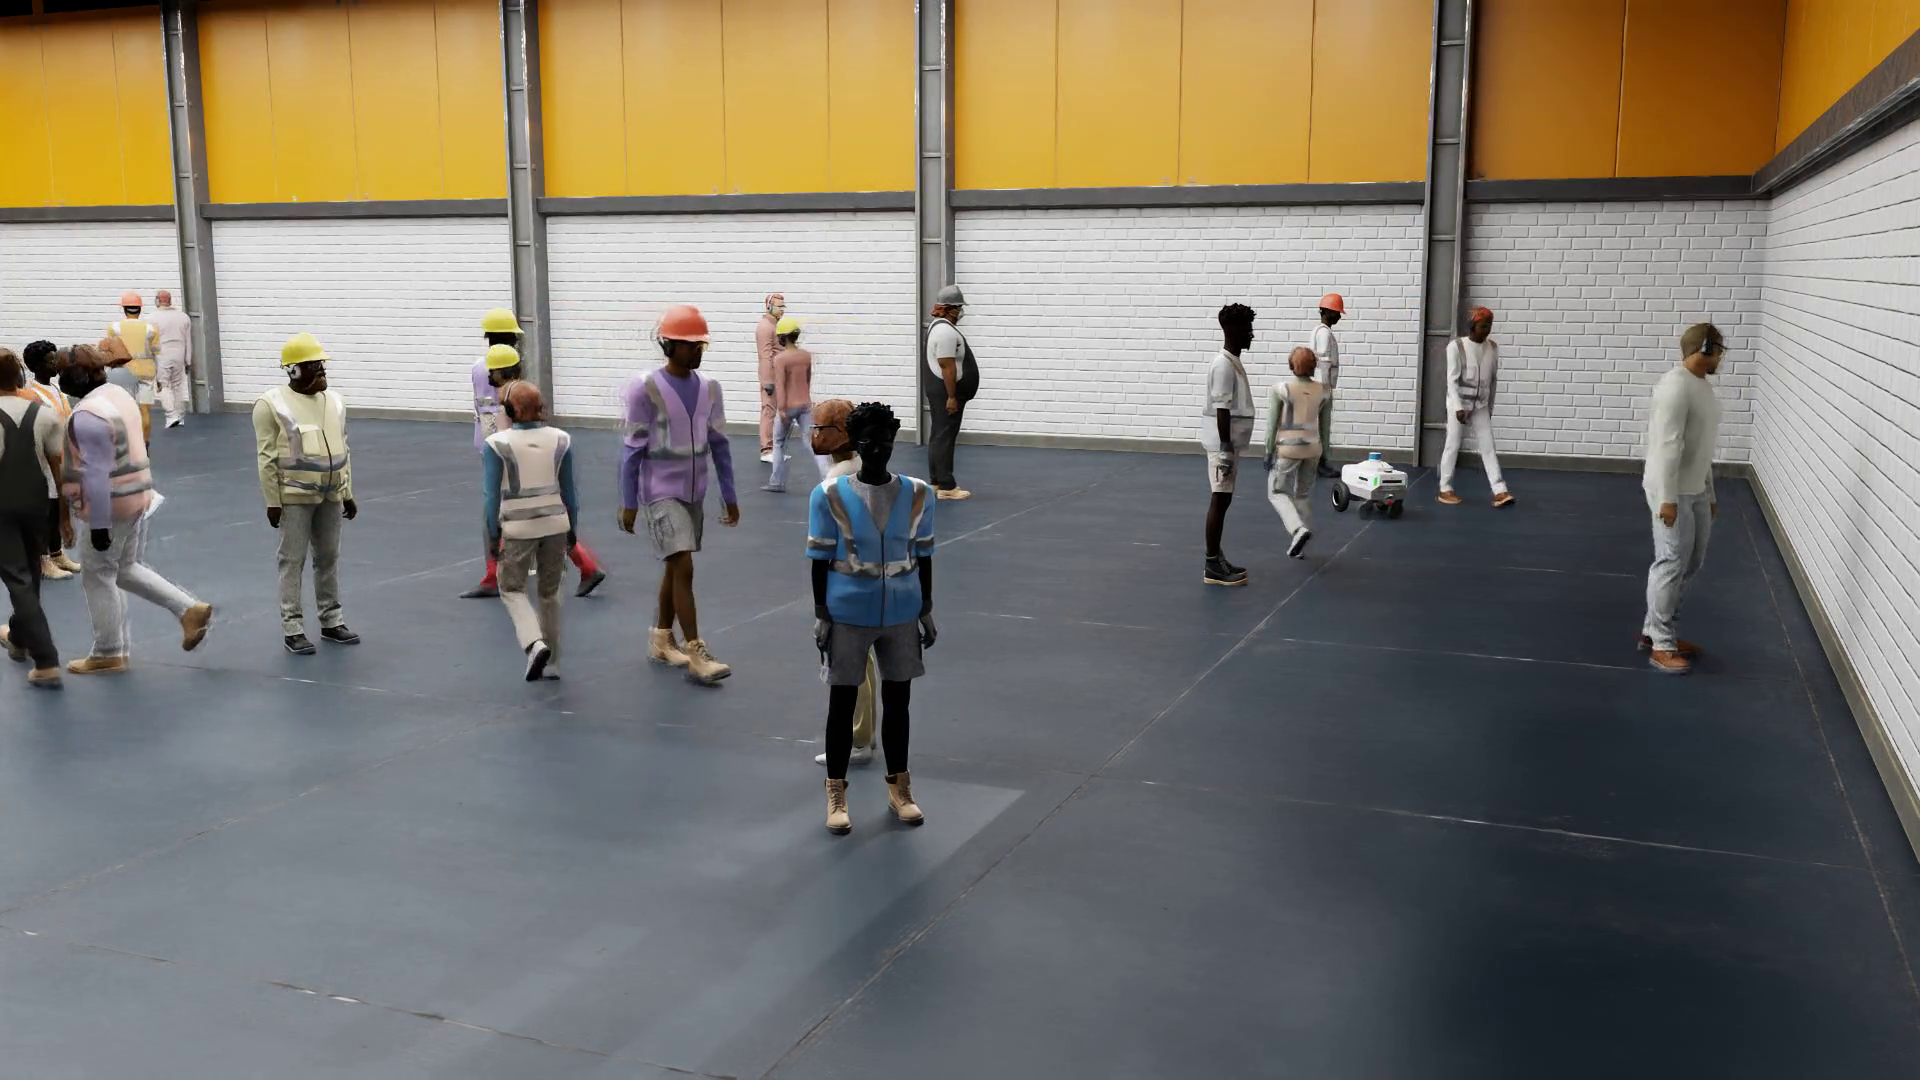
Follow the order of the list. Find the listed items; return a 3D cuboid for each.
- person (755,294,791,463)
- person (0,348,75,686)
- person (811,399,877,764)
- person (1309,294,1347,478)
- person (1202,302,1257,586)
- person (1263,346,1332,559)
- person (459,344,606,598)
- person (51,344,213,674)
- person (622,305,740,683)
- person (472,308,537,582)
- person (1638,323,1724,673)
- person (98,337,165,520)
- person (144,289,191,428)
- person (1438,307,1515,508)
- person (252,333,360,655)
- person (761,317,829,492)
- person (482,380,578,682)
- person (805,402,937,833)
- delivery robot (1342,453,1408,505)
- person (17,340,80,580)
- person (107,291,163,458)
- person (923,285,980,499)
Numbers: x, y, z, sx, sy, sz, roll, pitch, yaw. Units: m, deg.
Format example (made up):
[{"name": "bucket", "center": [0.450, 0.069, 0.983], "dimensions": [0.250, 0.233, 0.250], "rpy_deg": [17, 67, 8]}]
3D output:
[{"name": "person", "center": [-2.090, -1.830, 18.849], "dimensions": [0.401, 1.904, 0.646], "rpy_deg": [1, 9, 5]}, {"name": "person", "center": [-5.116, -0.138, 8.951], "dimensions": [1.023, 1.780, 0.512], "rpy_deg": [7, 12, 37]}, {"name": "person", "center": [-0.519, 0.186, 7.446], "dimensions": [0.267, 1.632, 0.507], "rpy_deg": [1, 9, 5]}, {"name": "person", "center": [3.855, -1.623, 17.521], "dimensions": [0.374, 1.928, 0.543], "rpy_deg": [0, 9, 3]}, {"name": "person", "center": [1.880, -0.676, 11.658], "dimensions": [0.366, 1.964, 0.610], "rpy_deg": [2, 10, 12]}, {"name": "person", "center": [2.547, -0.637, 12.464], "dimensions": [0.527, 1.621, 0.451], "rpy_deg": [-3, 10, -15]}, {"name": "person", "center": [-2.851, -0.449, 11.050], "dimensions": [0.936, 1.716, 0.511], "rpy_deg": [-2, 10, -12]}, {"name": "person", "center": [-4.528, -0.163, 9.029], "dimensions": [0.668, 1.809, 0.671], "rpy_deg": [-2, 9, -9]}, {"name": "person", "center": [-1.429, -0.242, 8.933], "dimensions": [0.937, 2.001, 0.618], "rpy_deg": [8, 12, 39]}, {"name": "person", "center": [-3.204, -0.656, 11.654], "dimensions": [0.360, 1.929, 0.587], "rpy_deg": [0, 9, -1]}, {"name": "person", "center": [3.953, -0.233, 9.189], "dimensions": [0.426, 1.906, 0.676], "rpy_deg": [9, 13, 42]}, {"name": "person", "center": [-7.117, -0.920, 14.189], "dimensions": [0.461, 1.615, 0.514], "rpy_deg": [-1, 9, -7]}, {"name": "person", "center": [-10.916, -2.490, 22.914], "dimensions": [0.475, 1.924, 0.658], "rpy_deg": [7, 12, 36]}, {"name": "person", "center": [4.735, -1.206, 15.259], "dimensions": [0.588, 1.838, 0.887], "rpy_deg": [-3, 10, -15]}, {"name": "person", "center": [-3.752, -0.273, 9.613], "dimensions": [0.403, 1.837, 0.586], "rpy_deg": [6, 11, 32]}, {"name": "person", "center": [-1.564, -1.296, 16.129], "dimensions": [0.845, 1.732, 0.525], "rpy_deg": [8, 13, 42]}, {"name": "person", "center": [-2.234, -0.026, 8.786], "dimensions": [0.533, 1.629, 0.465], "rpy_deg": [-7, 12, -36]}, {"name": "person", "center": [-0.341, 0.301, 6.557], "dimensions": [0.532, 1.697, 0.319], "rpy_deg": [-3, 10, -19]}, {"name": "delivery robot", "center": [3.683, -0.534, 14.787], "dimensions": [0.477, 0.478, 0.707], "rpy_deg": [-2, 10, -12]}, {"name": "person", "center": [-6.470, -0.568, 11.823], "dimensions": [0.318, 1.697, 0.535], "rpy_deg": [-1, 9, -8]}, {"name": "person", "center": [-9.493, -1.892, 19.162], "dimensions": [0.581, 1.920, 0.534], "rpy_deg": [-5, 11, -27]}, {"name": "person", "center": [-0.081, -1.421, 15.954], "dimensions": [0.536, 2.000, 0.684], "rpy_deg": [-2, 10, -11]}]
